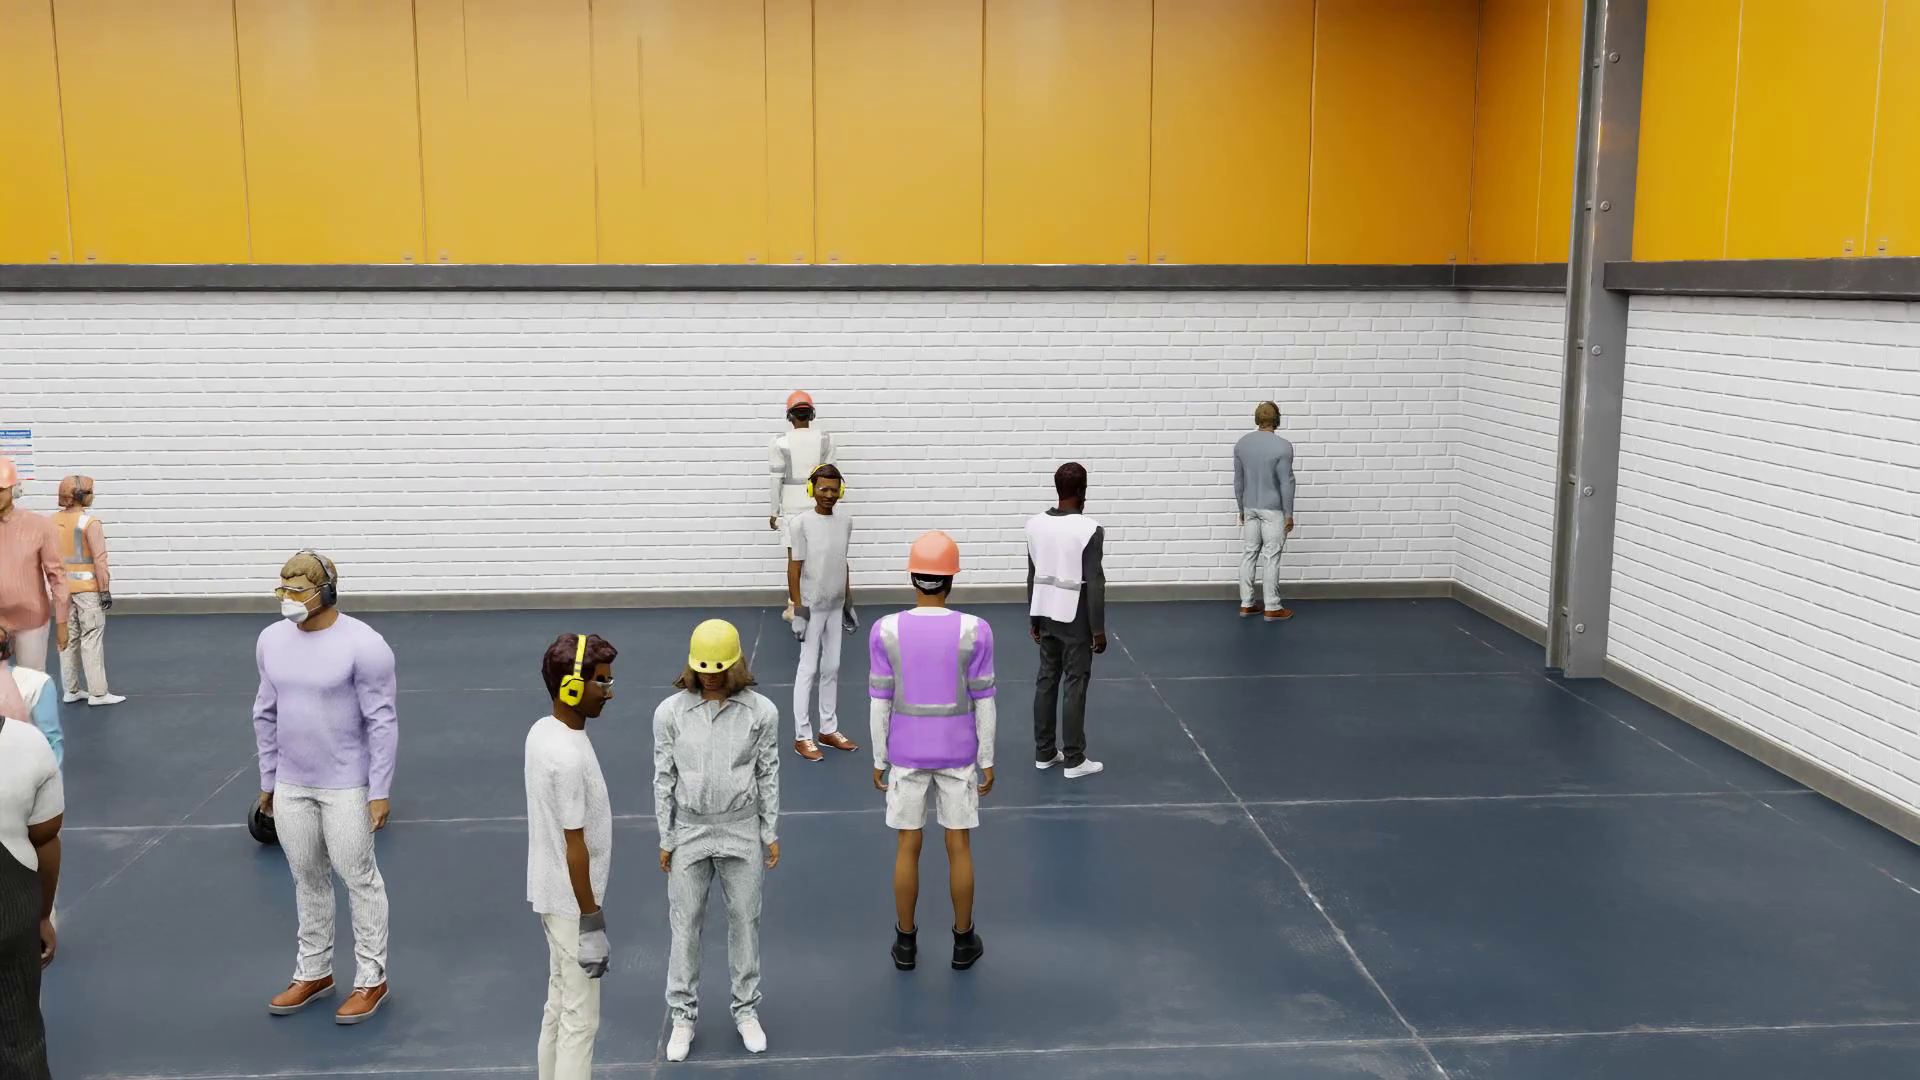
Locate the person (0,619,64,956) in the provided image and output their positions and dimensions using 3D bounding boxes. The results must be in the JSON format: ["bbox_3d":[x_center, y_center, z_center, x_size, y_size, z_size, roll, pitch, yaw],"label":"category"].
[{"bbox_3d":[-4.072,1.125,7.029,0.532,1.600,0.839,-3,9,-18],"label":"person"}]

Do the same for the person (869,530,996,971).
[{"bbox_3d":[-0.117,0.920,7.260,0.552,1.937,0.356,0,9,2],"label":"person"}]

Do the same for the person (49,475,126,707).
[{"bbox_3d":[-6.190,0.360,11.722,0.522,1.636,0.311,4,10,24],"label":"person"}]

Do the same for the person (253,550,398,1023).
[{"bbox_3d":[-2.591,0.996,6.780,0.635,1.938,0.361,3,9,17],"label":"person"}]

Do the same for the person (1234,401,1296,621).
[{"bbox_3d":[2.692,-0.259,14.660,0.368,1.940,0.633,-8,12,-41],"label":"person"}]

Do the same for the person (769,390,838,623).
[{"bbox_3d":[-1.376,-0.290,14.556,0.605,2.036,0.388,-3,9,-17],"label":"person"}]

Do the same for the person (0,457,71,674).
[{"bbox_3d":[-5.606,0.501,9.803,0.647,1.960,0.905,-4,10,-25],"label":"person"}]

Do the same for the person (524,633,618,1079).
[{"bbox_3d":[-1.276,1.227,5.572,0.328,1.865,0.521,-4,10,-25],"label":"person"}]

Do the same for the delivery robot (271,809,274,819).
[{"bbox_3d":[-3.429,1.281,9.030,0.477,0.478,0.707,3,9,17],"label":"delivery robot"}]

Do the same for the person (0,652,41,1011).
[{"bbox_3d":[-3.614,1.124,6.091,0.407,1.904,0.639,-6,11,-34],"label":"person"}]

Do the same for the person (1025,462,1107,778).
[{"bbox_3d":[0.635,0.483,10.102,0.397,1.911,0.587,-9,12,-43],"label":"person"}]

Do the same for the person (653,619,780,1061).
[{"bbox_3d":[-0.936,1.152,6.443,0.485,1.734,0.322,-2,9,-10],"label":"person"}]

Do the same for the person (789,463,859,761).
[{"bbox_3d":[-0.848,0.442,10.504,0.334,1.864,0.517,8,12,43],"label":"person"}]
